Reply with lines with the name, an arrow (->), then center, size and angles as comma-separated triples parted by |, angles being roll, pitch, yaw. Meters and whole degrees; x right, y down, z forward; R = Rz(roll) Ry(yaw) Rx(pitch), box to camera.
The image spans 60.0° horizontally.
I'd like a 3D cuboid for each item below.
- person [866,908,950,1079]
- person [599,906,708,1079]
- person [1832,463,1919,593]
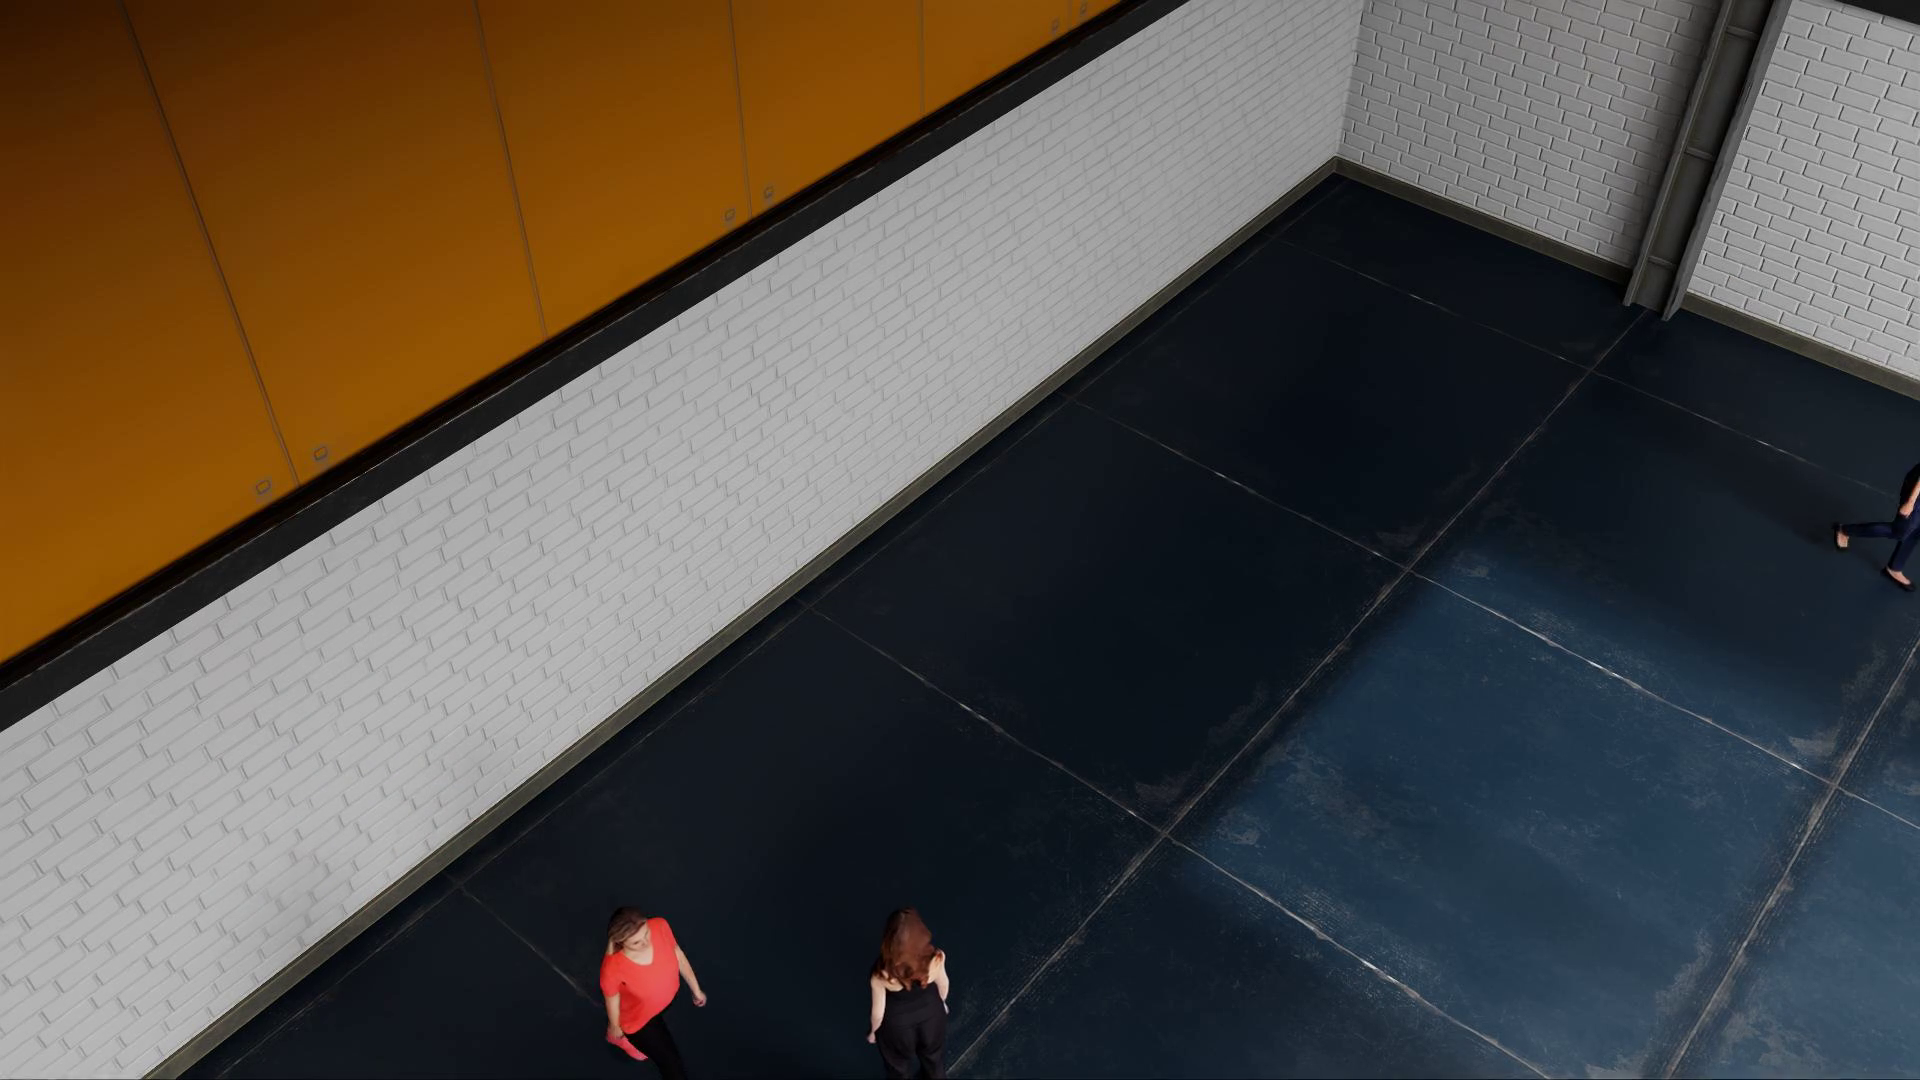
person -> -0.247, 2.384, 8.249 | 0.666, 1.745, 0.661 | -17, 46, -17
person -> -1.643, 2.307, 8.403 | 1.190, 1.645, 0.713 | 22, 48, 22
person -> 6.433, -0.408, 11.209 | 0.686, 1.704, 0.931 | -30, 51, -28
